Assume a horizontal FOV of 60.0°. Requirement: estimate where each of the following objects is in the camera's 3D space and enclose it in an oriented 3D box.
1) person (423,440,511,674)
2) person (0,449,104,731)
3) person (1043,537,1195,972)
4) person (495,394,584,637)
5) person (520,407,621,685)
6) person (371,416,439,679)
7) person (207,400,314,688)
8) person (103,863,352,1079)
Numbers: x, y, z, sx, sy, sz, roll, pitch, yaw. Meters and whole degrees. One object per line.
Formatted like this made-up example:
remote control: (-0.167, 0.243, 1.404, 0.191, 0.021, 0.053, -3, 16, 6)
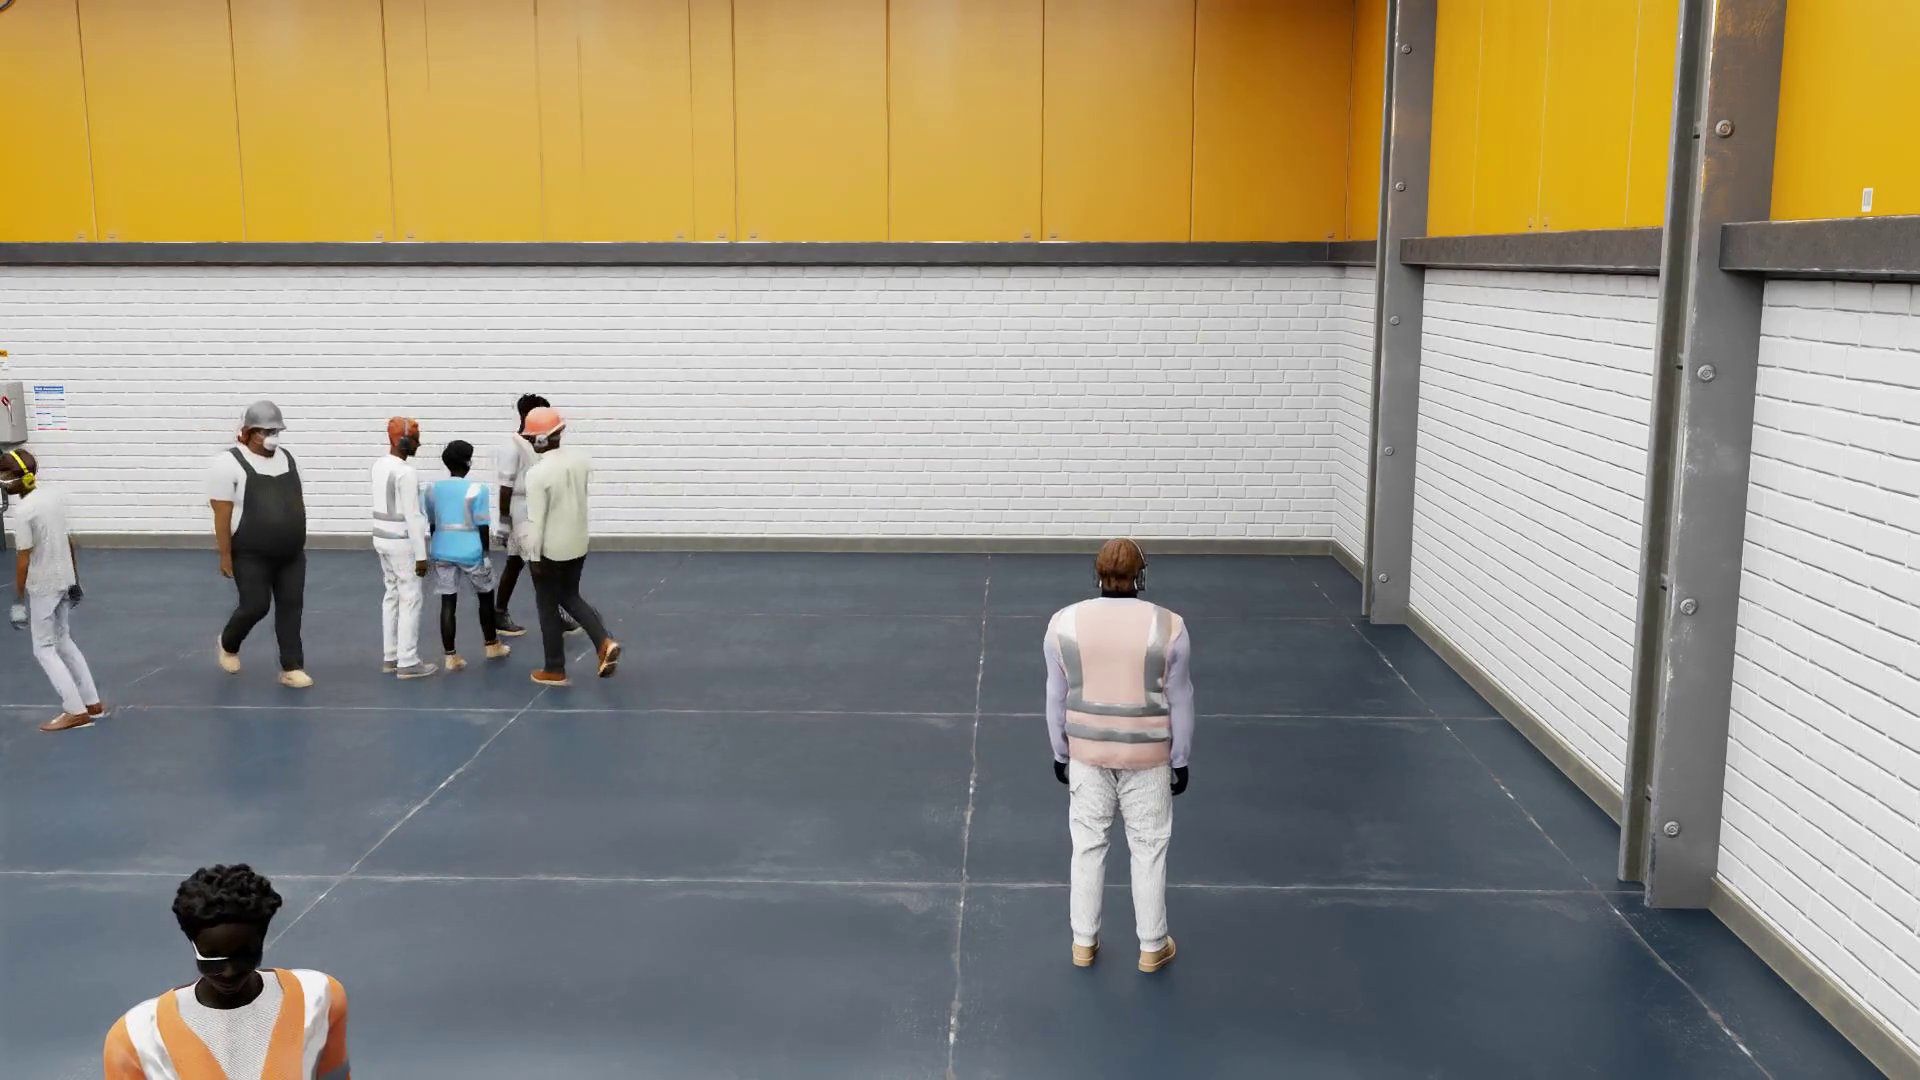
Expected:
person: (-3.597, 0.100, 12.111, 0.547, 1.665, 0.734, 2, 10, 10)
person: (-5.724, 0.315, 10.447, 0.354, 1.818, 0.633, 0, 10, 0)
person: (0.670, 0.898, 6.974, 0.626, 1.842, 0.429, 3, 10, 15)
person: (-3.302, -0.178, 13.035, 0.958, 1.915, 0.633, 1, 10, 5)
person: (-2.723, 0.059, 11.500, 0.618, 1.969, 0.630, 5, 11, 28)
person: (-3.960, 0.053, 11.814, 0.377, 1.877, 0.593, -9, 13, -41)
person: (-4.840, 0.014, 11.555, 0.702, 2.000, 0.687, 7, 12, 35)
person: (-1.600, 1.527, 3.716, 0.531, 1.692, 0.320, -7, 12, -36)
